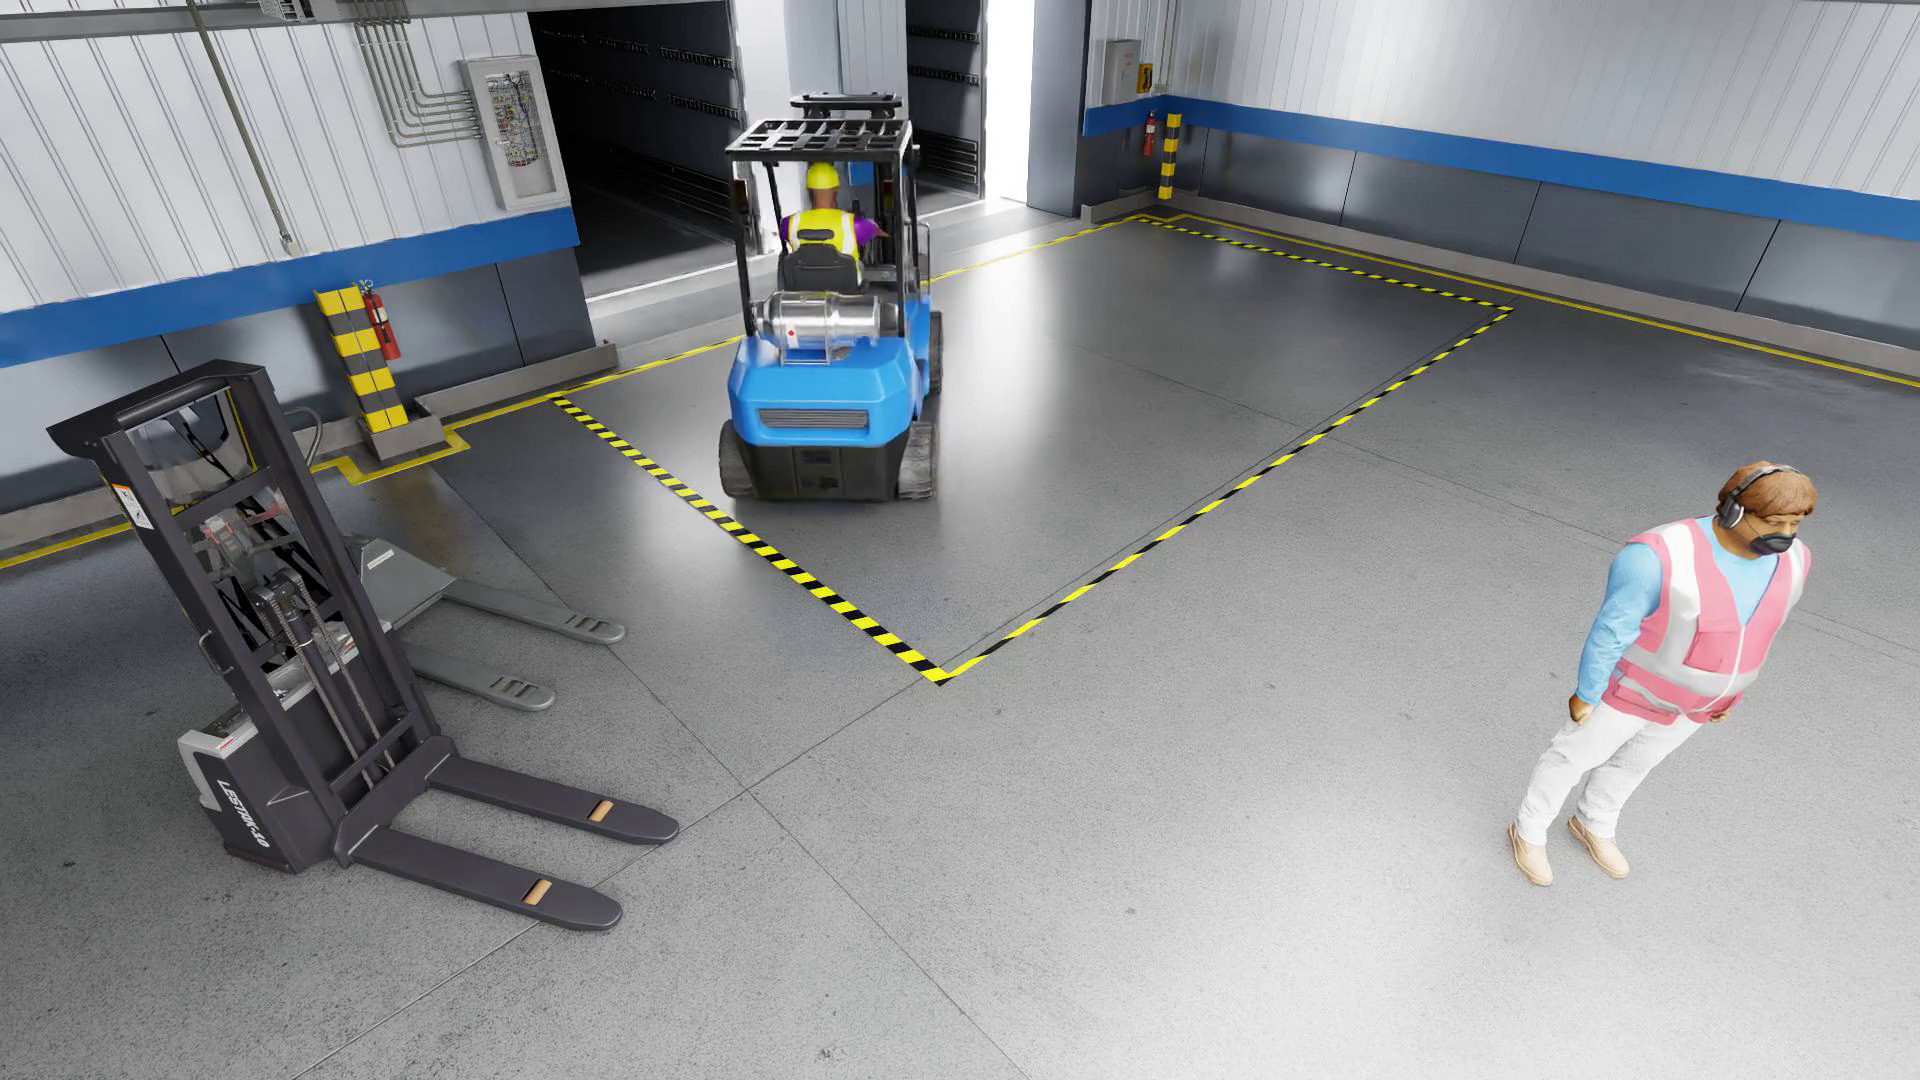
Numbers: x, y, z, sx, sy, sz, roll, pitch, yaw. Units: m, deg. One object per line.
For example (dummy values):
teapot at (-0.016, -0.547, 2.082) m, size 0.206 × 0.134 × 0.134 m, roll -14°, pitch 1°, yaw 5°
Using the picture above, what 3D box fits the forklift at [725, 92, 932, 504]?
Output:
forklift at (-0.825, -1.756, 6.241) m, size 1.157 × 2.036 × 2.680 m, roll 1°, pitch 34°, yaw 1°

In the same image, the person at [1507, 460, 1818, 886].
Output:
person at (2.521, 0.543, 3.313) m, size 0.620 × 1.845 × 0.430 m, roll -2°, pitch 34°, yaw -3°

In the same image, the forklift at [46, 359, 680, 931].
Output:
forklift at (-2.135, 0.422, 3.354) m, size 1.885 × 1.965 × 0.823 m, roll 10°, pitch 35°, yaw 14°

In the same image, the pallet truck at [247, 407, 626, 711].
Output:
pallet truck at (-2.628, 0.038, 4.590) m, size 1.601 × 1.201 × 0.680 m, roll 12°, pitch 36°, yaw 18°

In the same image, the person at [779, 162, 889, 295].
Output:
person at (-0.816, -1.944, 6.184) m, size 0.635 × 1.294 × 1.004 m, roll 1°, pitch 34°, yaw 1°
